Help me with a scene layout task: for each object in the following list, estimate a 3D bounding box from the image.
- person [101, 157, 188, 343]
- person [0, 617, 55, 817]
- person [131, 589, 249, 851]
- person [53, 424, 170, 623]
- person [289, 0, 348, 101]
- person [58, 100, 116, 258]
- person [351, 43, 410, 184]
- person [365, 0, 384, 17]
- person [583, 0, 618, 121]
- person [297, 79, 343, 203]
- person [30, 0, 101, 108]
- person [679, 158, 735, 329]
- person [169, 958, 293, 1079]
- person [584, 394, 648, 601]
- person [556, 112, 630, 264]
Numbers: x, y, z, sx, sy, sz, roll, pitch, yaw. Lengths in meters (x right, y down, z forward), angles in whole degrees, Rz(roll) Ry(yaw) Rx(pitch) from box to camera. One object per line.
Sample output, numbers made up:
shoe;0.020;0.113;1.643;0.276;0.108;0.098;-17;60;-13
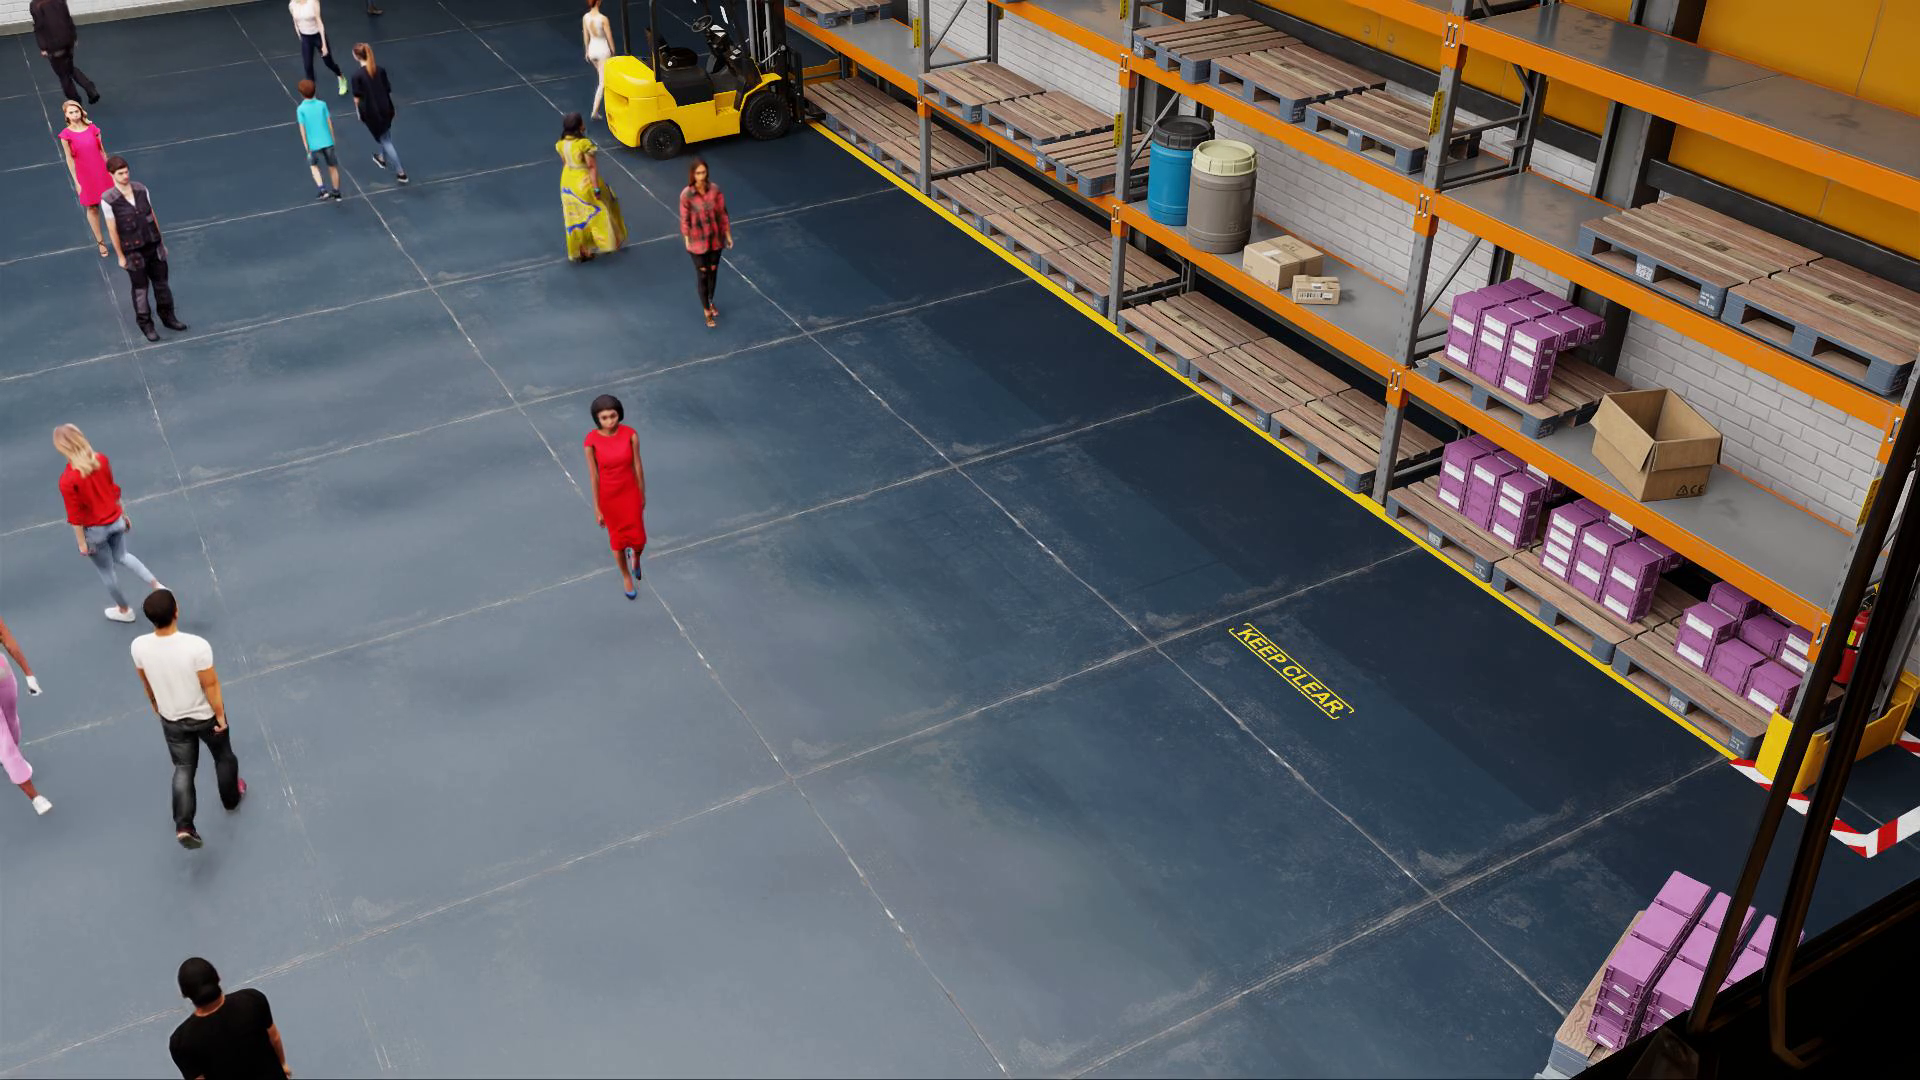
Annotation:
person;-8.067;-2.884;16.356;0.733;1.848;0.748;21;39;28
person;-6.305;0.931;10.754;1.205;1.696;0.887;25;41;32
person;-4.838;1.139;10.364;0.885;1.780;1.115;-4;34;-6
person;-6.270;-0.079;12.275;0.945;1.693;0.884;8;34;12
person;-8.569;-6.665;22.209;1.067;1.665;1.234;3;34;4
person;-9.417;-3.942;18.055;0.619;1.728;0.607;-28;42;-35
person;-6.872;-5.036;19.779;0.810;1.643;1.116;-28;43;-35
person;-9.208;-8.819;25.768;0.544;1.312;0.414;-22;39;-29
person;-4.729;-6.284;21.688;1.054;1.608;1.045;13;36;19
person;-7.424;-4.625;19.345;0.539;1.439;0.521;-20;39;-27
person;-11.756;-6.506;21.823;0.946;1.829;0.889;10;35;14
person;-2.571;-3.043;16.740;0.626;1.687;0.790;-16;37;-23
person;-3.474;2.673;8.078;0.660;1.755;0.693;26;42;34
person;-2.618;-0.349;12.645;0.618;1.735;0.681;-12;36;-18
person;-4.100;-3.742;17.834;1.102;1.641;1.083;17;37;23
